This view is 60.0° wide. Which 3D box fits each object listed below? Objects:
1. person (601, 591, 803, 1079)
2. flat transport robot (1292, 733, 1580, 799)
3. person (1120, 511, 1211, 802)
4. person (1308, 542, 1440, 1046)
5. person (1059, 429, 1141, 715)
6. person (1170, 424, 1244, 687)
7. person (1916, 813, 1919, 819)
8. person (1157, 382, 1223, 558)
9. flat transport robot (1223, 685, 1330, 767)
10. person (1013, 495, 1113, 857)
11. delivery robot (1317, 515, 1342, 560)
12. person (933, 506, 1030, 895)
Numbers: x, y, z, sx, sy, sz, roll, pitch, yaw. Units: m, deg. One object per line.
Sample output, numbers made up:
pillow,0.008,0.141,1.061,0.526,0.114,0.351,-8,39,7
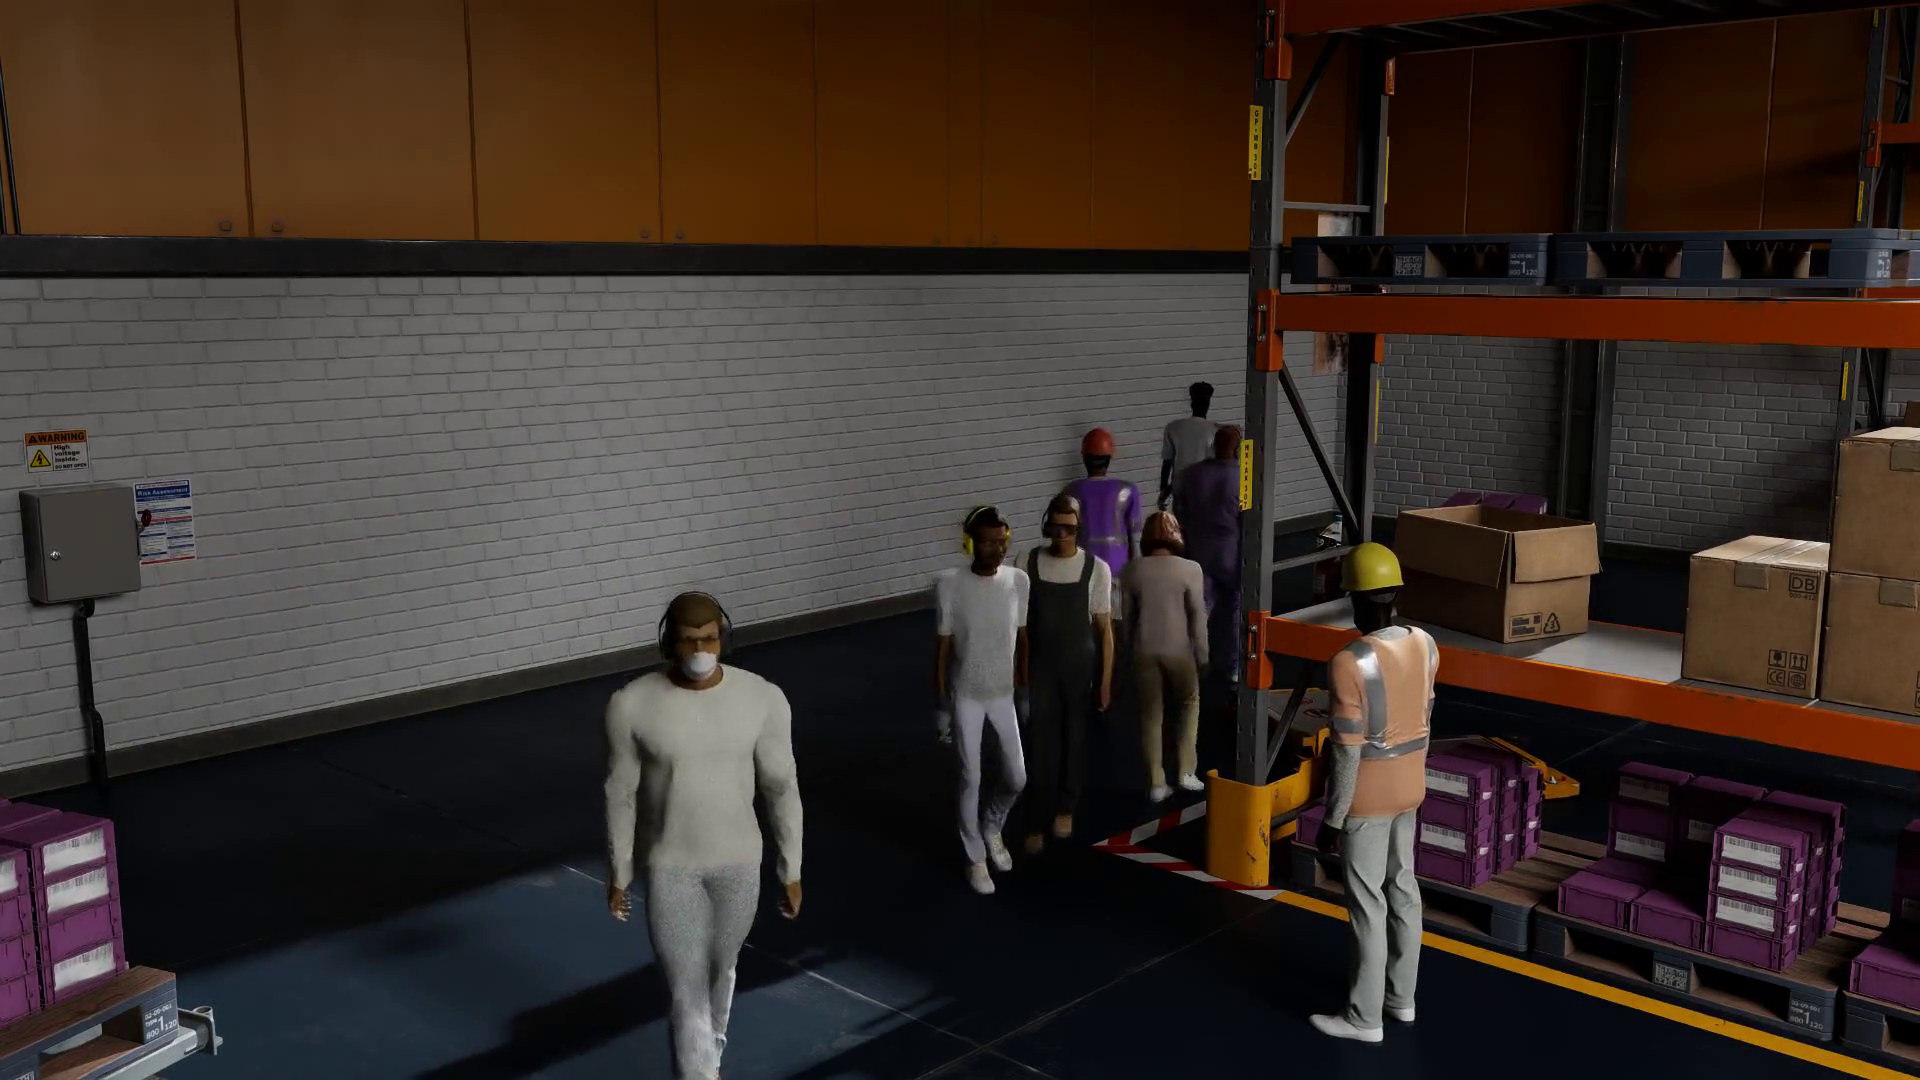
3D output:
person,-0.829,1.117,5.515,0.655,1.888,0.985,-3,10,-18
flat transport robot,2.667,1.298,9.365,1.431,0.197,0.652,-2,9,-12
person,1.149,0.643,9.276,0.557,1.600,0.489,5,10,26
person,1.569,0.965,6.351,0.589,1.924,0.383,-8,12,-40
person,0.932,0.201,11.191,0.551,1.890,1.018,2,9,9
person,1.798,0.124,11.653,0.650,1.878,0.811,6,11,32
person,5.053,0.733,8.302,0.547,1.748,0.406,-6,11,-31
person,2.147,-0.456,15.001,0.649,1.937,0.702,4,10,22
flat transport robot,2.193,1.144,10.309,0.652,0.197,1.431,-2,9,-12
person,0.486,0.687,8.360,0.552,1.815,0.856,1,9,8
delivery robot,3.692,0.000,16.170,0.477,0.478,0.707,3,10,21
person,0.105,0.753,7.859,0.533,1.853,0.391,-3,10,-18
